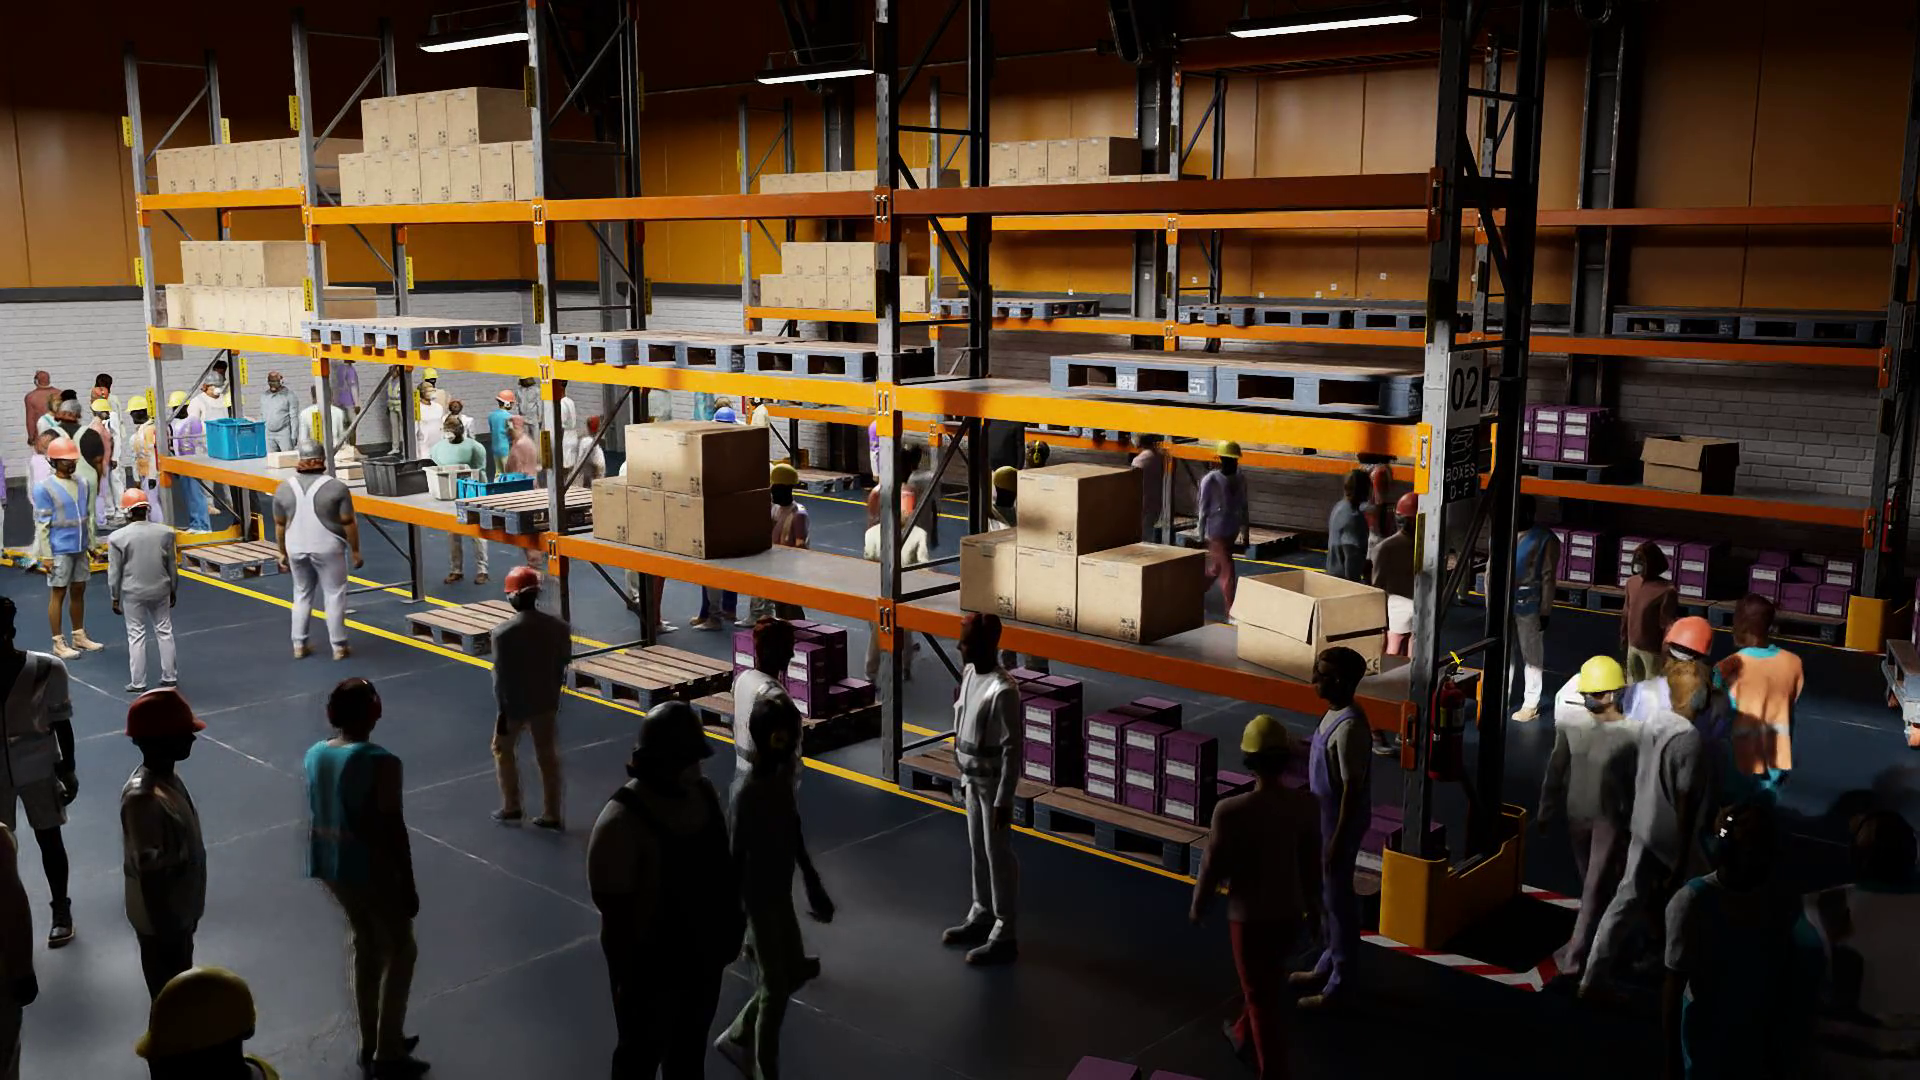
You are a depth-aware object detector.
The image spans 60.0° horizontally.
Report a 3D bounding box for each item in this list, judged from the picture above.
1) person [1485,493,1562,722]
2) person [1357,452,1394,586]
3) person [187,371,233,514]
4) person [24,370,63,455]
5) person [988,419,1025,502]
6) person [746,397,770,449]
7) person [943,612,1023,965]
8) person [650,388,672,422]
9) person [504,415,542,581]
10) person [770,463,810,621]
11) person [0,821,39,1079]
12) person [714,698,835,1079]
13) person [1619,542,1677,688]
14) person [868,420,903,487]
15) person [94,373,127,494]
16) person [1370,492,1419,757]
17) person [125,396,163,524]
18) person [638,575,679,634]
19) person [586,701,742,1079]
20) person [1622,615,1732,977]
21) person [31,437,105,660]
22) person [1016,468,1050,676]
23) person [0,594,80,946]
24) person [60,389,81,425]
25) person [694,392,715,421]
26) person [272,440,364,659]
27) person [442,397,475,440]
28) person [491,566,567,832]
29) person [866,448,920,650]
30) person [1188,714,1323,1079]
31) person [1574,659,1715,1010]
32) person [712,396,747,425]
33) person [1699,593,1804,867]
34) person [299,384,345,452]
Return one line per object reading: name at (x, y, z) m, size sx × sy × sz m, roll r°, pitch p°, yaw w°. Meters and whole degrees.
person at (4.463, 0.528, 13.309) m, size 0.430 × 1.836 × 0.619 m, roll -8°, pitch 13°, yaw -39°
person at (4.100, -0.103, 16.643) m, size 0.488 × 1.929 × 0.733 m, roll 0°, pitch 10°, yaw 2°
person at (-10.500, -1.388, 23.536) m, size 0.535 × 2.000 × 0.680 m, roll 7°, pitch 12°, yaw 35°
person at (-13.830, -1.617, 25.204) m, size 0.410 × 1.913 × 0.642 m, roll 7°, pitch 12°, yaw 34°
person at (0.528, -0.936, 21.109) m, size 0.608 × 1.996 × 0.379 m, roll 6°, pitch 12°, yaw 30°
person at (-2.955, -1.386, 24.388) m, size 0.351 × 1.738 × 0.573 m, roll -1°, pitch 10°, yaw -7°
person at (0.141, 1.298, 8.803) m, size 0.359 × 1.882 × 0.575 m, roll -4°, pitch 11°, yaw -21°
person at (-4.989, -1.952, 27.631) m, size 0.511 × 1.727 × 0.503 m, roll 6°, pitch 12°, yaw 32°
person at (-4.973, -0.473, 18.917) m, size 0.402 × 1.871 × 0.779 m, roll -3°, pitch 10°, yaw -17°
person at (-1.498, 0.298, 14.322) m, size 0.363 × 1.930 × 0.587 m, roll -6°, pitch 12°, yaw -32°
person at (-3.981, 1.693, 6.682) m, size 0.637 × 1.842 × 0.429 m, roll 2°, pitch 10°, yaw 12°
person at (-0.870, 1.589, 7.263) m, size 0.565 × 1.841 × 0.528 m, roll 3°, pitch 10°, yaw 17°
person at (5.055, 0.817, 12.254) m, size 0.287 × 1.624 × 0.520 m, roll -3°, pitch 11°, yaw -18°
person at (-0.910, -0.915, 21.202) m, size 0.392 × 1.923 × 0.553 m, roll 9°, pitch 13°, yaw 40°
person at (-12.487, -1.490, 24.453) m, size 0.392 × 1.922 × 0.590 m, roll -9°, pitch 14°, yaw -42°
person at (3.308, 0.619, 12.356) m, size 0.620 × 1.985 × 0.408 m, roll -6°, pitch 12°, yaw -29°
person at (-10.205, -0.853, 20.902) m, size 0.398 × 1.914 × 0.593 m, roll -7°, pitch 12°, yaw -34°
person at (-3.002, -0.029, 16.240) m, size 0.401 × 1.909 × 0.599 m, roll -6°, pitch 12°, yaw -32°
person at (-1.124, 1.608, 6.602) m, size 0.537 × 2.000 × 0.684 m, roll 5°, pitch 11°, yaw 27°
person at (3.649, 1.335, 8.542) m, size 0.568 × 1.896 × 0.562 m, roll 0°, pitch 10°, yaw -3°
person at (-8.186, 0.066, 15.311) m, size 0.396 × 2.044 × 0.609 m, roll 3°, pitch 10°, yaw 16°
person at (0.617, 0.310, 14.404) m, size 0.358 × 1.880 × 0.575 m, roll 3°, pitch 11°, yaw 18°
person at (-5.074, 1.240, 8.928) m, size 0.609 × 1.958 × 0.374 m, roll -4°, pitch 11°, yaw -21°
person at (-13.031, -1.364, 24.392) m, size 0.318 × 1.690 × 0.531 m, roll -7°, pitch 12°, yaw -35°
person at (-4.059, -1.936, 26.639) m, size 0.394 × 2.040 × 0.609 m, roll 0°, pitch 10°, yaw 0°
person at (-5.867, 0.074, 15.271) m, size 0.721 × 2.000 × 0.539 m, roll 0°, pitch 10°, yaw 2°
person at (-7.190, -1.222, 23.772) m, size 0.517 × 1.633 × 0.316 m, roll -2°, pitch 10°, yaw -12°
person at (-2.845, 1.019, 10.786) m, size 0.665 × 1.728 × 0.588 m, roll 9°, pitch 13°, yaw 42°
person at (-0.613, 0.103, 15.408) m, size 0.456 × 1.946 × 0.620 m, roll 8°, pitch 13°, yaw 37°
person at (1.282, 1.618, 7.405) m, size 0.534 × 1.734 × 0.829 m, roll -4°, pitch 11°, yaw -22°
person at (3.513, 1.457, 8.192) m, size 0.993 × 1.789 × 0.499 m, roll -3°, pitch 10°, yaw -16°
person at (-2.906, -0.812, 20.570) m, size 0.627 × 1.941 × 0.371 m, roll -4°, pitch 11°, yaw -20°
person at (4.321, 1.236, 9.114) m, size 0.598 × 1.904 × 0.441 m, roll -3°, pitch 10°, yaw -16°
person at (-8.749, -1.186, 22.799) m, size 0.461 × 1.902 × 0.591 m, roll 9°, pitch 13°, yaw 40°
